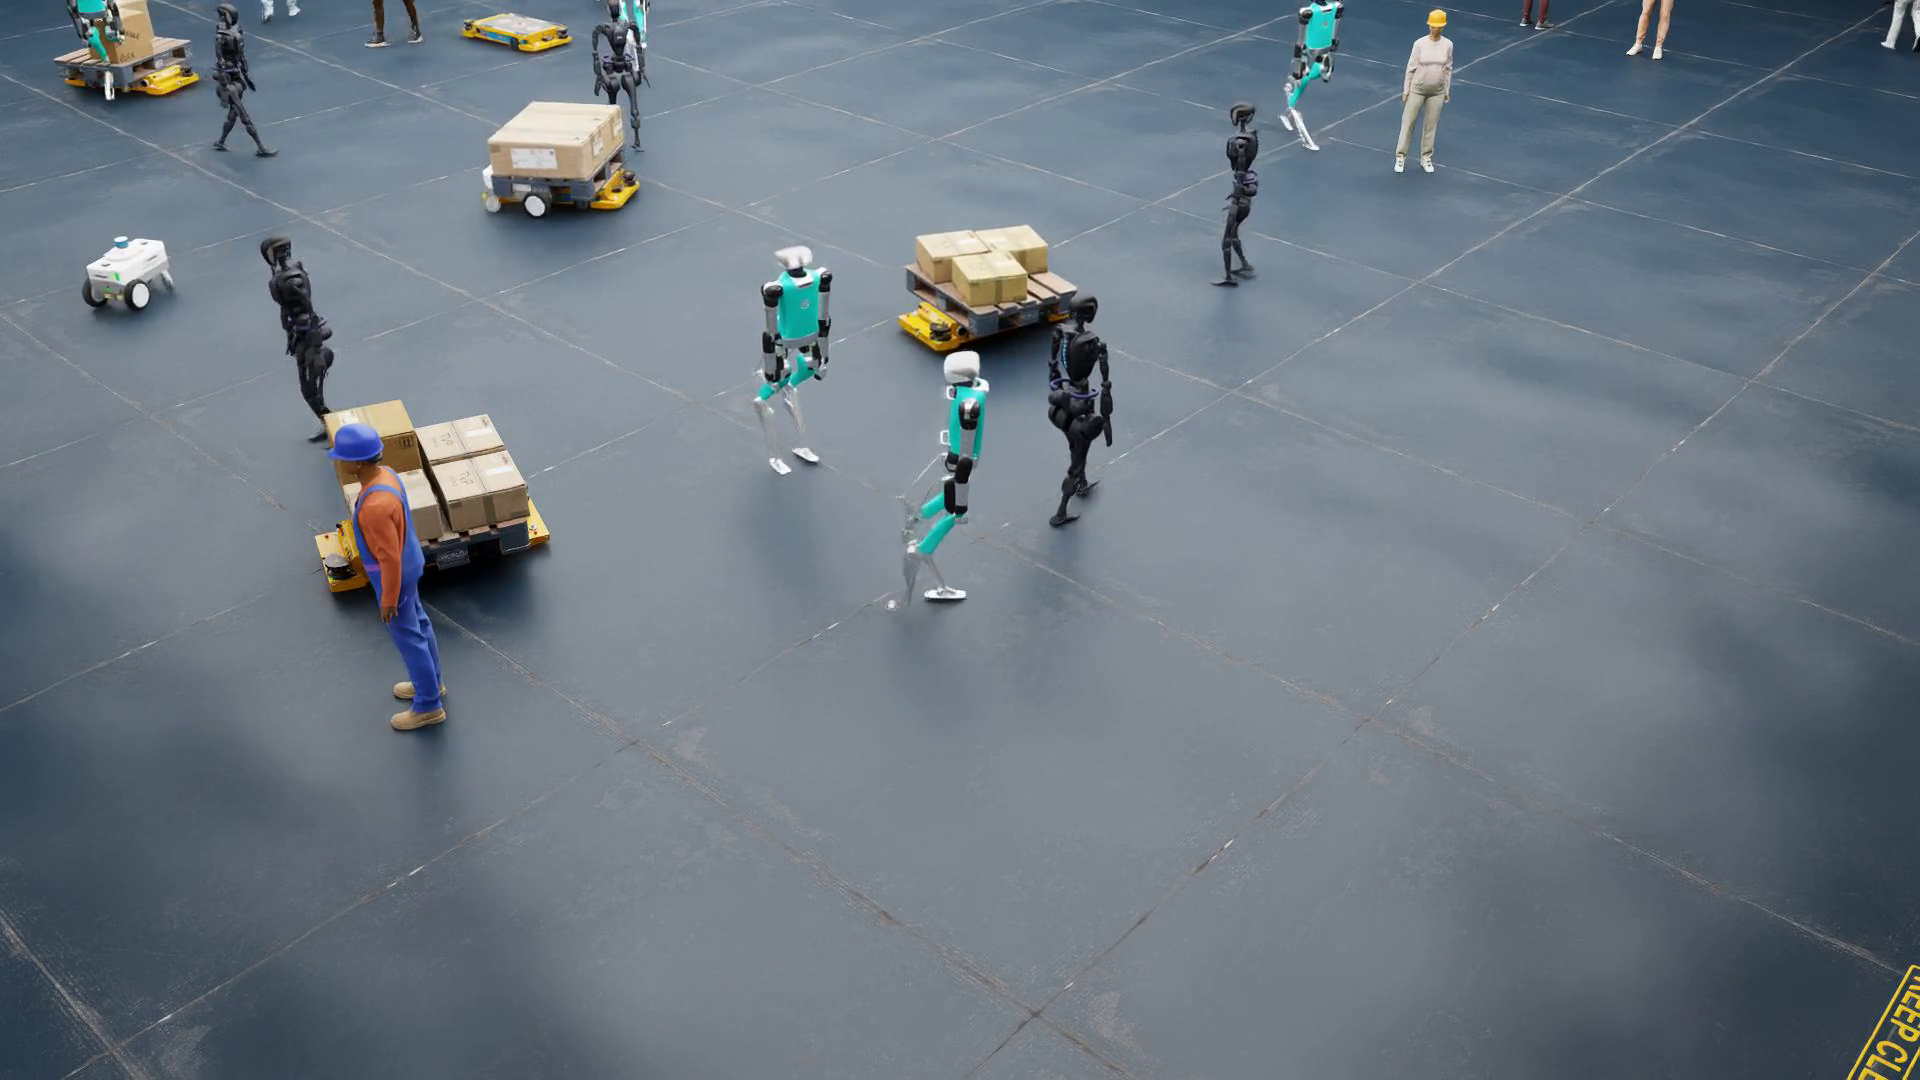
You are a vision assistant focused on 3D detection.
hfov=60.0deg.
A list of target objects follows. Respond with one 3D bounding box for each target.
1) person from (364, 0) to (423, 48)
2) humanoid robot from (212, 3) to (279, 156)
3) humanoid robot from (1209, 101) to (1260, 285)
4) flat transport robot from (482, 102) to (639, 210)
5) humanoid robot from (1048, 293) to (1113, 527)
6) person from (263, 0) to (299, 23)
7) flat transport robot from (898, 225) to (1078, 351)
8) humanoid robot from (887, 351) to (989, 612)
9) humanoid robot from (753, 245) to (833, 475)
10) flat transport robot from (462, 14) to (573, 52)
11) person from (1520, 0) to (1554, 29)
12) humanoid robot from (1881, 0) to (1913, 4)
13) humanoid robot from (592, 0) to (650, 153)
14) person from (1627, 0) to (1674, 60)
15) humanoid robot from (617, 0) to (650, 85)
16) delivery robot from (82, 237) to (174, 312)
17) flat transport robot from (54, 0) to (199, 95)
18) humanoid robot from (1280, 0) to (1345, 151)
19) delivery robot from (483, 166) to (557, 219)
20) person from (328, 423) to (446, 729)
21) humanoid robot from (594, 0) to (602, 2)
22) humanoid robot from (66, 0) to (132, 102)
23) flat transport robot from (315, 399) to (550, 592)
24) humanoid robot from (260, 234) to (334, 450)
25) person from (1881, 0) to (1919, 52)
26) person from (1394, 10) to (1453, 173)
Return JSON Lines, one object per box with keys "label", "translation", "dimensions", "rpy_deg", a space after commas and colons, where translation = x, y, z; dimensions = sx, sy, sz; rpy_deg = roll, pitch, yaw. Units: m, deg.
{"label": "person", "translation": [-7.449, -7.318, 21.369], "dimensions": [0.602, 1.911, 0.912], "rpy_deg": [14, 35, 22]}
{"label": "humanoid robot", "translation": [-7.828, -4.920, 17.810], "dimensions": [0.798, 1.622, 0.602], "rpy_deg": [3, 32, 5]}
{"label": "humanoid robot", "translation": [2.474, -3.071, 14.763], "dimensions": [0.390, 1.648, 0.610], "rpy_deg": [5, 32, 7]}
{"label": "flat transport robot", "translation": [-4.063, -3.599, 16.949], "dimensions": [1.431, 0.231, 0.659], "rpy_deg": [4, 32, 6]}
{"label": "humanoid robot", "translation": [0.845, -0.924, 11.317], "dimensions": [0.656, 1.637, 0.598], "rpy_deg": [-26, 40, -35]}
{"label": "person", "translation": [-9.323, -8.010, 22.532], "dimensions": [0.687, 1.884, 0.782], "rpy_deg": [-12, 34, -18]}
{"label": "flat transport robot", "translation": [0.243, -1.975, 14.334], "dimensions": [1.431, 0.231, 0.659], "rpy_deg": [-18, 36, -27]}
{"label": "humanoid robot", "translation": [-0.197, -0.281, 10.322], "dimensions": [0.750, 1.901, 0.541], "rpy_deg": [0, 32, 0]}
{"label": "humanoid robot", "translation": [-1.257, -1.308, 11.863], "dimensions": [0.530, 1.774, 0.737], "rpy_deg": [-22, 38, -31]}
{"label": "flat transport robot", "translation": [-5.854, -6.702, 21.946], "dimensions": [1.431, 0.231, 0.659], "rpy_deg": [21, 38, 30]}
{"label": "person", "translation": [7.818, -7.762, 22.188], "dimensions": [0.369, 1.810, 0.554], "rpy_deg": [-23, 38, -32]}
{"label": "humanoid robot", "translation": [13.356, -8.353, 23.276], "dimensions": [0.537, 1.646, 0.591], "rpy_deg": [-8, 33, -13]}
{"label": "humanoid robot", "translation": [-3.701, -5.085, 18.053], "dimensions": [0.615, 1.640, 0.744], "rpy_deg": [-15, 35, -23]}
{"label": "person", "translation": [8.855, -7.037, 20.960], "dimensions": [0.511, 1.879, 0.350], "rpy_deg": [19, 37, 28]}
{"label": "humanoid robot", "translation": [-3.968, -6.428, 20.134], "dimensions": [0.544, 1.769, 0.949], "rpy_deg": [-9, 33, -15]}
{"label": "delivery robot", "translation": [-7.358, -2.384, 14.705], "dimensions": [0.499, 0.578, 0.746], "rpy_deg": [7, 33, 11]}
{"label": "flat transport robot", "translation": [-10.108, -5.669, 20.282], "dimensions": [1.431, 0.231, 0.659], "rpy_deg": [10, 33, 15]}
{"label": "humanoid robot", "translation": [3.721, -5.205, 18.205], "dimensions": [0.545, 1.778, 1.026], "rpy_deg": [-14, 34, -21]}
{"label": "delivery robot", "translation": [-4.348, -3.540, 16.590], "dimensions": [0.801, 0.602, 0.499], "rpy_deg": [7, 33, 11]}
{"label": "person", "translation": [-3.177, 0.198, 9.281], "dimensions": [0.373, 1.906, 0.534], "rpy_deg": [-6, 32, -9]}
{"label": "humanoid robot", "translation": [-5.025, -8.305, 23.009], "dimensions": [0.533, 1.677, 0.735], "rpy_deg": [-11, 33, -16]}
{"label": "humanoid robot", "translation": [-9.992, -5.989, 19.399], "dimensions": [0.542, 1.712, 1.008], "rpy_deg": [-6, 32, -9]}
{"label": "flat transport robot", "translation": [-3.541, -0.020, 11.186], "dimensions": [1.431, 0.231, 0.659], "rpy_deg": [-15, 35, -22]}
{"label": "humanoid robot", "translation": [-4.771, -1.440, 12.143], "dimensions": [0.321, 1.653, 0.615], "rpy_deg": [-26, 40, -35]}
{"label": "person", "translation": [12.212, -7.037, 21.194], "dimensions": [0.526, 1.618, 0.601], "rpy_deg": [0, 32, 0]}
{"label": "person", "translation": [4.855, -4.663, 17.308], "dimensions": [0.483, 1.695, 0.325], "rpy_deg": [0, 32, 1]}
